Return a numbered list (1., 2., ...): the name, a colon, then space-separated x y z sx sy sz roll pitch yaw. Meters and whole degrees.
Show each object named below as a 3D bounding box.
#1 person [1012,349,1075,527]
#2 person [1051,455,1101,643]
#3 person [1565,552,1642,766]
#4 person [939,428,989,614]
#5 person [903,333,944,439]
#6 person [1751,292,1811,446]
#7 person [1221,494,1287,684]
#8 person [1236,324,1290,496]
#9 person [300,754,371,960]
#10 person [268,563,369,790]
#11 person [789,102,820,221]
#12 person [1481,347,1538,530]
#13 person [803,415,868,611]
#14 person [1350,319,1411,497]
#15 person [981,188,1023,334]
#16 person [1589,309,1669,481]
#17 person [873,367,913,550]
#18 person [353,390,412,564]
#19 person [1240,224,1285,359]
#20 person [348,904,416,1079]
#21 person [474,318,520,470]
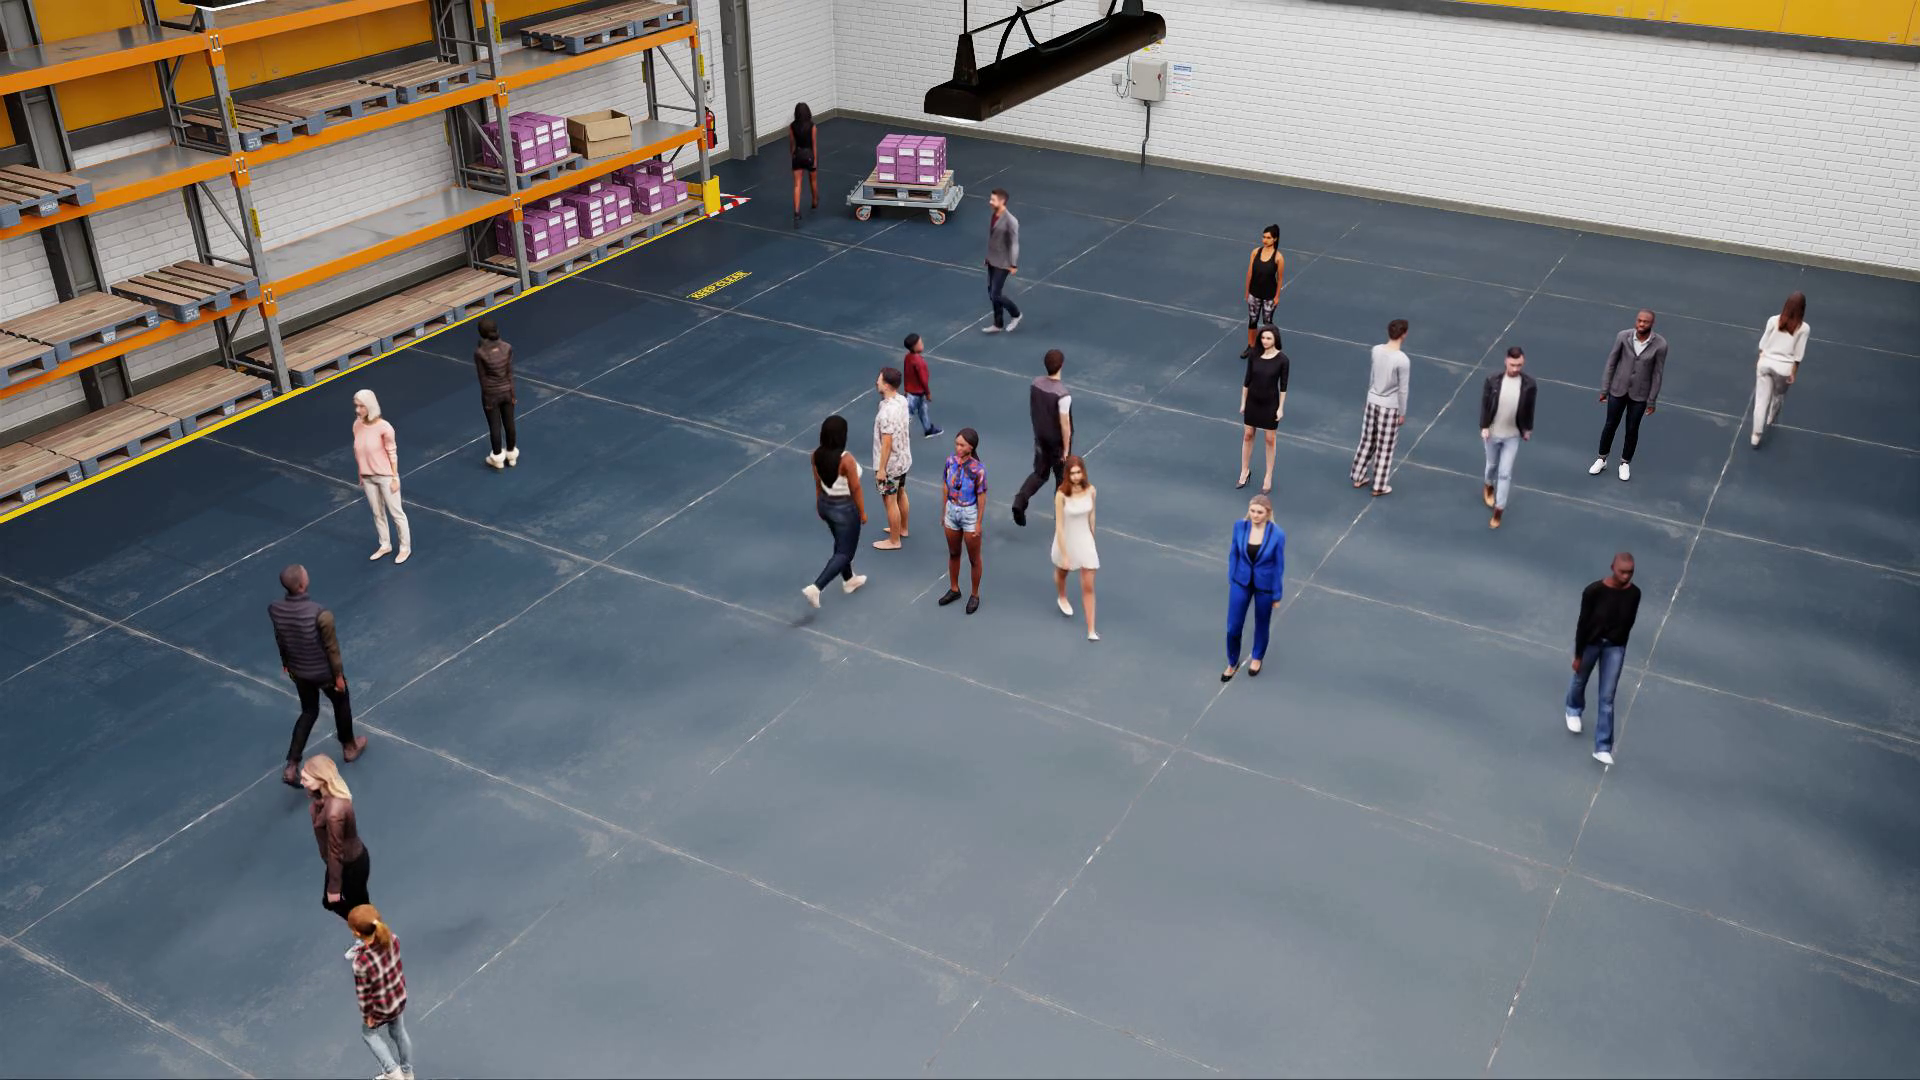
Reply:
1. person: 0.811 -0.931 15.988 1.059 1.825 0.798 -24 37 -37
2. person: 0.946 0.009 14.448 1.066 1.649 1.162 -7 29 -13
3. person: 4.937 0.806 12.931 0.895 1.703 1.180 4 29 7
4. person: 0.038 -0.190 14.718 0.579 1.741 0.501 16 32 27
5. person: -0.535 -1.595 17.812 0.926 1.244 0.839 -9 30 -16
6. person: 8.709 -1.798 17.773 0.598 1.638 1.057 15 32 25
7. person: 2.477 0.352 13.782 0.694 1.685 0.753 10 30 18
8. person: 3.052 -1.327 16.734 0.588 1.807 0.476 16 32 27
9. person: -3.830 2.062 10.644 0.753 1.688 0.725 -15 32 -25
10. person: -4.868 1.031 12.406 0.881 1.812 1.190 8 30 14
11. person: -2.326 -5.547 24.592 0.902 1.690 1.311 5 29 9
12. person: 5.316 -1.086 16.281 0.800 1.818 1.080 8 30 14
13. person: -1.132 -0.209 14.709 0.796 1.783 1.151 24 37 37
14. person: 4.256 -1.342 16.725 0.709 1.841 0.706 -20 35 -32
15. person: 0.550 -3.444 20.559 0.916 1.859 0.861 -14 32 -25
16. person: 6.872 -1.512 17.061 0.706 1.817 0.559 16 32 27
17. person: -0.633 -0.783 15.727 0.767 1.816 0.574 9 30 16
18. person: -5.405 -0.607 15.499 0.645 1.726 0.594 9 30 15
19. person: 3.633 -2.961 19.883 0.572 1.659 0.494 16 32 27
20. person: -3.356 2.730 9.834 0.587 1.292 0.424 13 31 22
21. person: -4.774 -1.506 17.213 0.685 1.661 0.740 -7 29 -13
